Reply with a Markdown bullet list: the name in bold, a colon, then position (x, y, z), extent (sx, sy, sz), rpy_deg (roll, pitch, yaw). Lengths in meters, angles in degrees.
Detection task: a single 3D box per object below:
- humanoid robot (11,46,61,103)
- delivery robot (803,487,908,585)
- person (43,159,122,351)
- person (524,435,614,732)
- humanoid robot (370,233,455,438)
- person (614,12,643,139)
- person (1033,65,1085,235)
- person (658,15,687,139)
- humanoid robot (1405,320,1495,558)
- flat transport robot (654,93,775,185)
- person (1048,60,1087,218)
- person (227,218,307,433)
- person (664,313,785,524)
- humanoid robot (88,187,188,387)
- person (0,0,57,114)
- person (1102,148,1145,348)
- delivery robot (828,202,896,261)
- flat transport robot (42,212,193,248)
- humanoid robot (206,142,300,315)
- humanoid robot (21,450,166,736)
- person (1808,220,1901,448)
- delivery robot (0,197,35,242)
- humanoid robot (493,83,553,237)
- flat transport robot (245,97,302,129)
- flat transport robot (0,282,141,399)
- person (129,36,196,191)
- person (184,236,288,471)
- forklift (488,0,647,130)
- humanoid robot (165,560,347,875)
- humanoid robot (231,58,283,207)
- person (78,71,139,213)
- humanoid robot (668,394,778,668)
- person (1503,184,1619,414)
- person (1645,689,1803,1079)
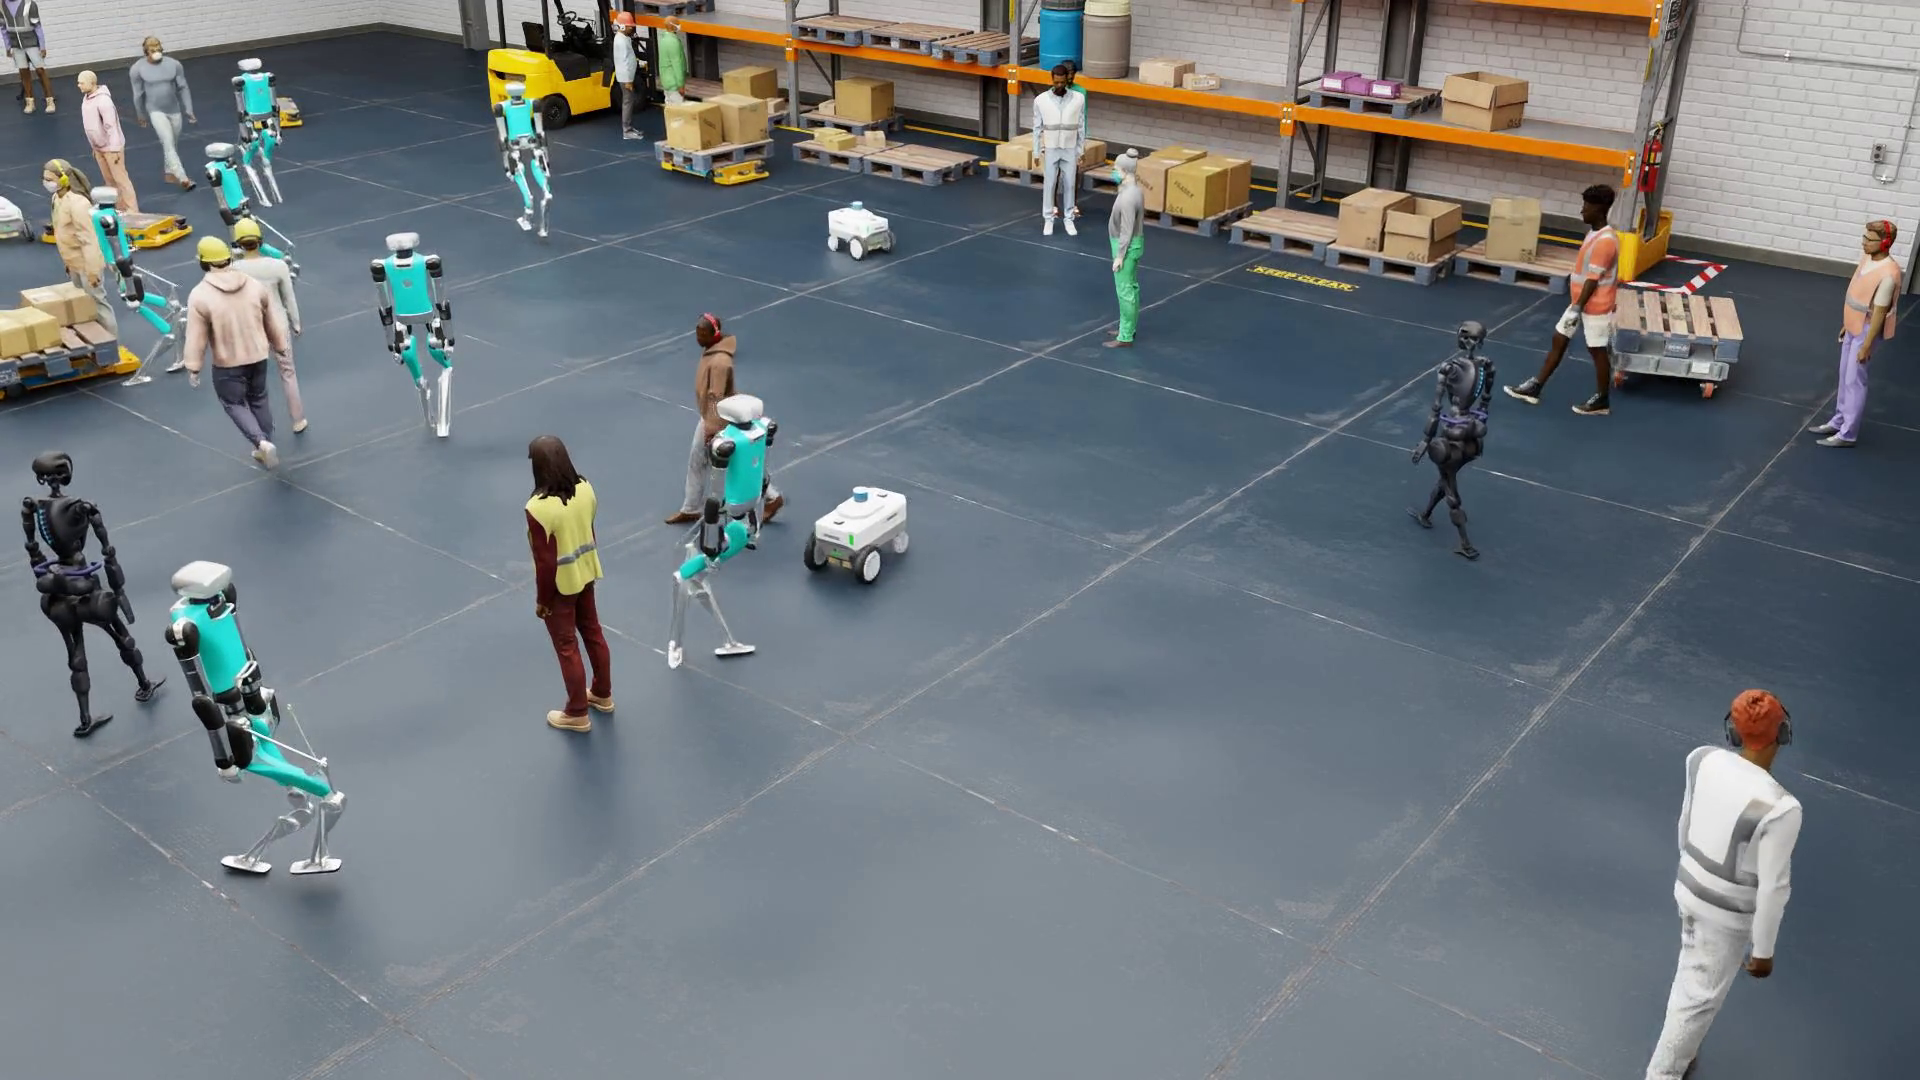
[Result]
- **humanoid robot**: position (-14.440, -7.596, 25.699), extent (0.585, 1.644, 0.599), rpy_deg (2, 26, 3)
- **delivery robot**: position (-0.683, -0.061, 11.379), extent (0.499, 0.604, 0.801), rpy_deg (15, 30, 28)
- **person**: position (-7.817, -2.475, 14.861), extent (0.563, 1.872, 0.392), rpy_deg (22, 33, 38)
- **person**: position (-2.189, 0.251, 9.326), extent (0.358, 1.767, 0.476), rpy_deg (13, 29, 25)
- **humanoid robot**: position (-4.285, -1.580, 13.274), extent (0.543, 1.907, 0.751), rpy_deg (-5, 26, -10)
- **person**: position (-4.673, -6.539, 23.421), extent (0.347, 1.739, 0.571), rpy_deg (-5, 26, -11)
- **person**: position (1.117, -4.414, 18.834), extent (0.601, 1.906, 0.414), rpy_deg (-3, 26, -5)
- **person**: position (-3.918, -6.263, 22.800), extent (0.388, 1.784, 0.538), rpy_deg (-13, 29, -25)
- **humanoid robot**: position (3.409, -0.727, 11.516), extent (0.609, 1.628, 0.786), rpy_deg (-14, 29, -27)
- **flat transport robot**: position (-3.194, -4.875, 21.666), extent (1.431, 0.231, 0.659), rpy_deg (23, 34, 39)
- **person**: position (1.229, -4.706, 19.519), extent (0.490, 1.840, 0.407), rpy_deg (-6, 26, -12)
- **person**: position (-5.619, -1.717, 13.435), extent (0.546, 1.739, 0.519), rpy_deg (-15, 30, -29)
- **person**: position (-1.686, -0.842, 11.758), extent (0.808, 1.615, 0.477), rpy_deg (-10, 27, -19)
- **humanoid robot**: position (-7.050, -2.231, 14.532), extent (0.862, 1.780, 0.552), rpy_deg (-17, 30, -31)
- **person**: position (-14.027, -7.421, 24.922), extent (0.601, 2.035, 0.413), rpy_deg (-2, 26, -4)
- **person**: position (1.520, -2.694, 15.330), extent (0.341, 1.853, 0.511), rpy_deg (7, 27, 13)
- **delivery robot**: position (-1.109, -3.412, 18.309), extent (0.499, 0.595, 0.792), rpy_deg (-23, 34, -39)
- **flat transport robot**: position (-9.556, -3.518, 18.855), extent (1.431, 0.231, 0.659), rpy_deg (4, 26, 8)
- **humanoid robot**: position (-6.687, -2.880, 15.918), extent (0.733, 1.839, 0.533), rpy_deg (-2, 26, -4)
- **humanoid robot**: position (-4.971, 0.261, 9.430), extent (0.591, 1.642, 0.631), rpy_deg (5, 26, 10)
- **person**: position (7.130, -1.618, 13.120), extent (0.387, 1.839, 0.559), rpy_deg (5, 26, 11)
- **delivery robot**: position (-10.829, -3.632, 18.755), extent (0.499, 0.587, 0.777), rpy_deg (-21, 33, -36)
- **humanoid robot**: position (-4.786, -4.152, 18.481), extent (0.538, 1.723, 1.013), rpy_deg (-12, 28, -24)
- **flat transport robot**: position (-10.211, -6.347, 24.714), extent (0.659, 0.231, 1.431), rpy_deg (-12, 28, -23)
- **flat transport robot**: position (-8.100, -1.518, 14.714), extent (1.431, 0.231, 0.659), rpy_deg (-20, 32, -36)
- **person**: position (-9.948, -5.342, 20.795), extent (0.990, 1.894, 0.625), rpy_deg (23, 34, 39)
- **person**: position (-5.443, -1.372, 12.608), extent (0.617, 1.848, 0.792), rpy_deg (23, 34, 39)
- **forklift**: position (-5.874, -7.334, 24.552), extent (1.214, 2.155, 2.313), rpy_deg (19, 32, 34)
- **humanoid robot**: position (-3.278, 0.927, 7.973), extent (0.887, 1.780, 0.541), rpy_deg (0, 26, 0)
- **humanoid robot**: position (-8.497, -4.886, 20.022), extent (0.657, 1.816, 0.536), rpy_deg (19, 32, 34)
- **person**: position (-9.826, -4.519, 19.201), extent (0.526, 1.775, 0.408), rpy_deg (18, 31, 32)
- **humanoid robot**: position (-1.537, -0.067, 10.025), extent (0.874, 1.772, 0.596), rpy_deg (15, 29, 27)
- **person**: position (5.077, -1.968, 13.734), extent (0.940, 1.919, 0.630), rpy_deg (4, 26, 7)
- **person**: position (3.012, 1.485, 6.688), extent (0.459, 1.847, 0.661), rpy_deg (-5, 26, -10)
